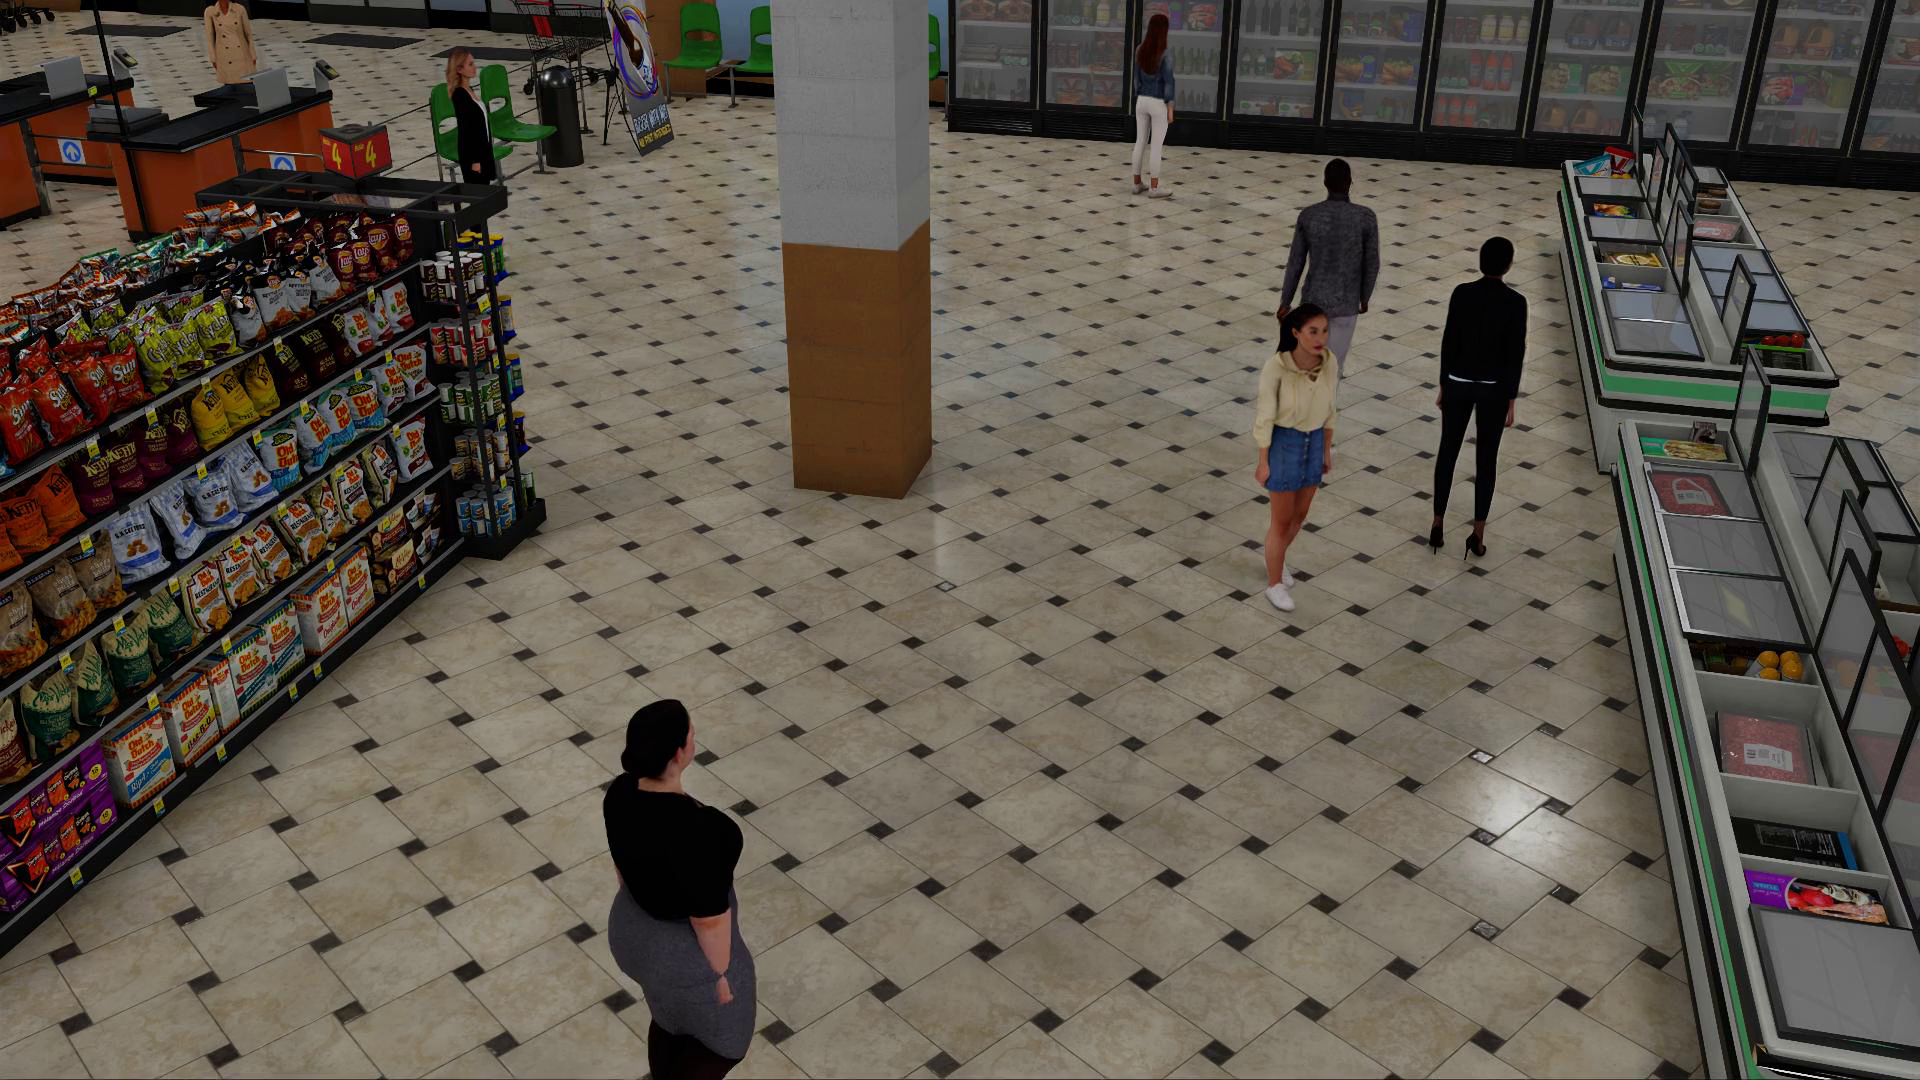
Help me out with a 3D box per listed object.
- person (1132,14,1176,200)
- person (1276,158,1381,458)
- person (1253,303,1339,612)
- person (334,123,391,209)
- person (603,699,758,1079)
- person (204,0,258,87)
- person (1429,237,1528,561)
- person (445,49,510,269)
[{"bbox_3d":[1.831,-4.139,15.878,0.695,1.701,0.694,-23,35,-38],"label":"person"},{"bbox_3d":[2.290,-1.411,10.407,0.855,1.783,1.155,16,31,28],"label":"person"},{"bbox_3d":[1.734,-0.472,8.720,0.834,1.635,0.897,-11,29,-21],"label":"person"},{"bbox_3d":[-4.054,-1.936,11.390,0.812,1.829,0.618,-1,27,-2],"label":"person"},{"bbox_3d":[-0.929,1.311,5.085,0.866,1.742,0.949,24,36,39],"label":"person"},{"bbox_3d":[-7.874,-5.223,18.036,0.709,1.682,0.734,-11,29,-20],"label":"person"},{"bbox_3d":[2.813,-0.765,9.077,0.650,1.834,0.623,17,31,30],"label":"person"},{"bbox_3d":[-4.041,-3.154,13.823,0.738,1.802,0.604,-4,27,-7],"label":"person"}]
